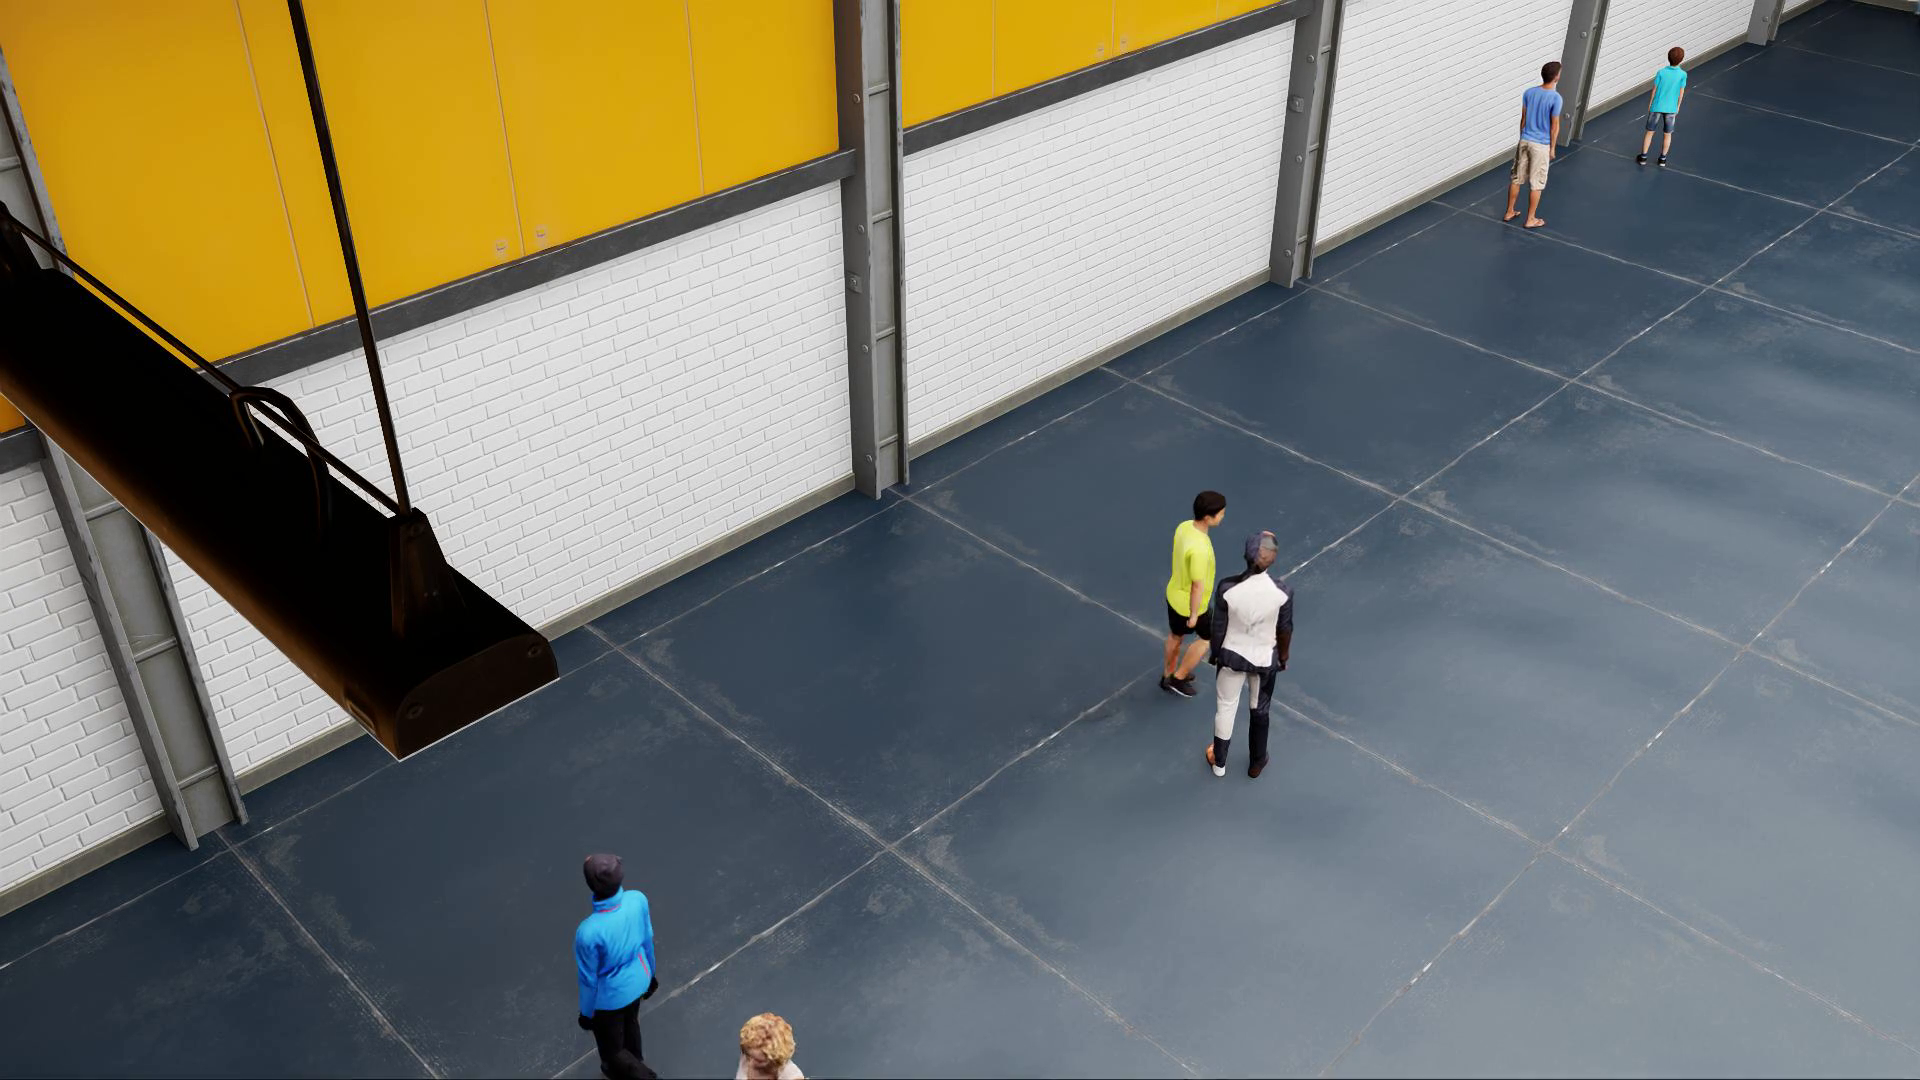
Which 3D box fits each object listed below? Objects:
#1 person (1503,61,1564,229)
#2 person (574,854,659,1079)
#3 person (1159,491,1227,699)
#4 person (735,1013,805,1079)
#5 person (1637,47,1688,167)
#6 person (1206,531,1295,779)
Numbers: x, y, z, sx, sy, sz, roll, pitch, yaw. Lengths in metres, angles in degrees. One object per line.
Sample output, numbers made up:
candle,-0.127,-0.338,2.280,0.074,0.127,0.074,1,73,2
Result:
person,6.493,-4.474,18.767,0.564,1.863,0.660,-25,41,-33
person,-1.693,2.359,8.564,0.807,1.779,0.961,21,39,29
person,1.526,0.401,11.586,0.802,1.694,0.775,-10,35,-15
person,-0.810,2.809,7.999,0.896,1.655,0.622,-28,42,-35
person,8.663,-5.335,20.439,0.585,1.447,0.603,9,35,14
person,1.882,0.762,10.863,0.770,1.893,0.800,4,34,6
